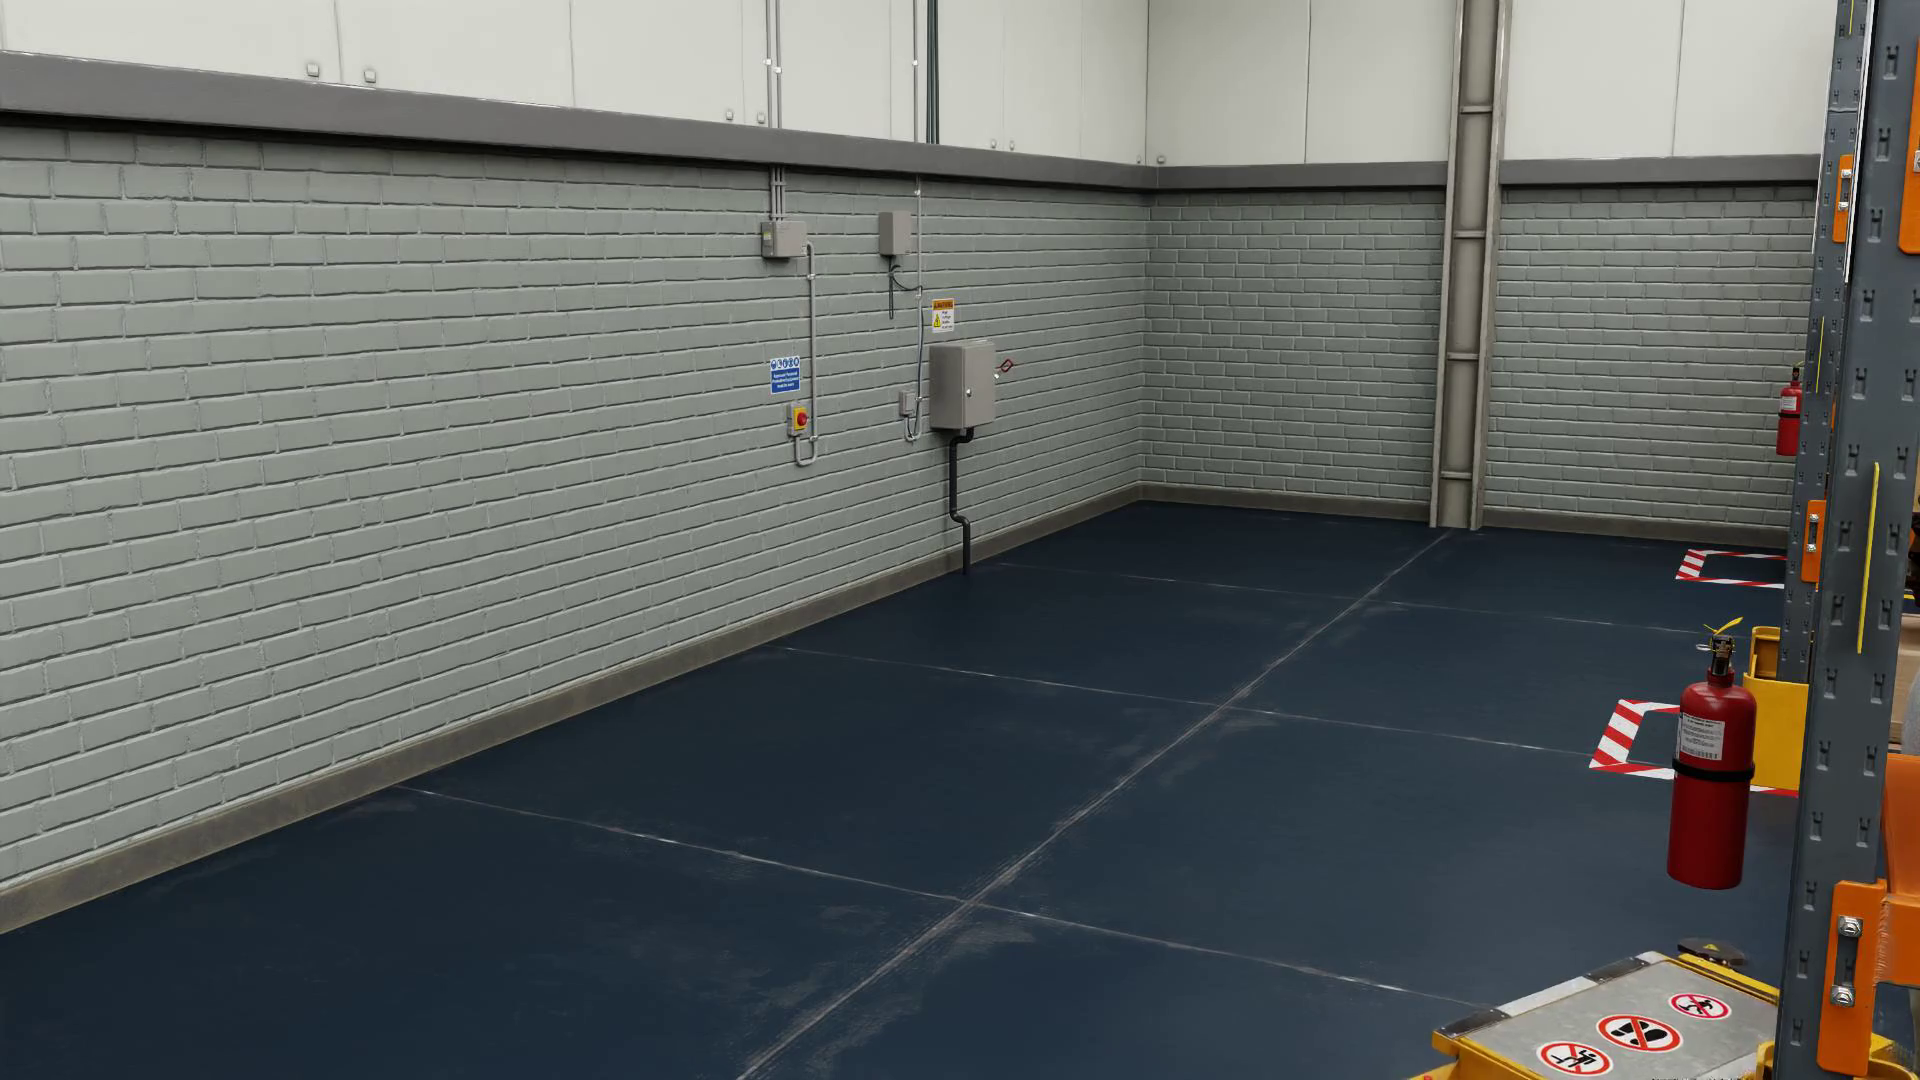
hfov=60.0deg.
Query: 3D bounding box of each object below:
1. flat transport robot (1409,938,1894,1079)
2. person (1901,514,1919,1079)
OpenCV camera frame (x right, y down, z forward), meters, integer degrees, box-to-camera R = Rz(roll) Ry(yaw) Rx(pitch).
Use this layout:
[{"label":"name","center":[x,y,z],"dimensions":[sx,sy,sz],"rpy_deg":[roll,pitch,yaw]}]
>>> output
[{"label":"flat transport robot","center":[2.023,1.505,4.865],"dimensions":[1.431,0.197,0.652],"rpy_deg":[-7,12,-32]},{"label":"person","center":[2.523,0.819,4.282],"dimensions":[0.324,1.860,0.515],"rpy_deg":[4,11,21]}]
